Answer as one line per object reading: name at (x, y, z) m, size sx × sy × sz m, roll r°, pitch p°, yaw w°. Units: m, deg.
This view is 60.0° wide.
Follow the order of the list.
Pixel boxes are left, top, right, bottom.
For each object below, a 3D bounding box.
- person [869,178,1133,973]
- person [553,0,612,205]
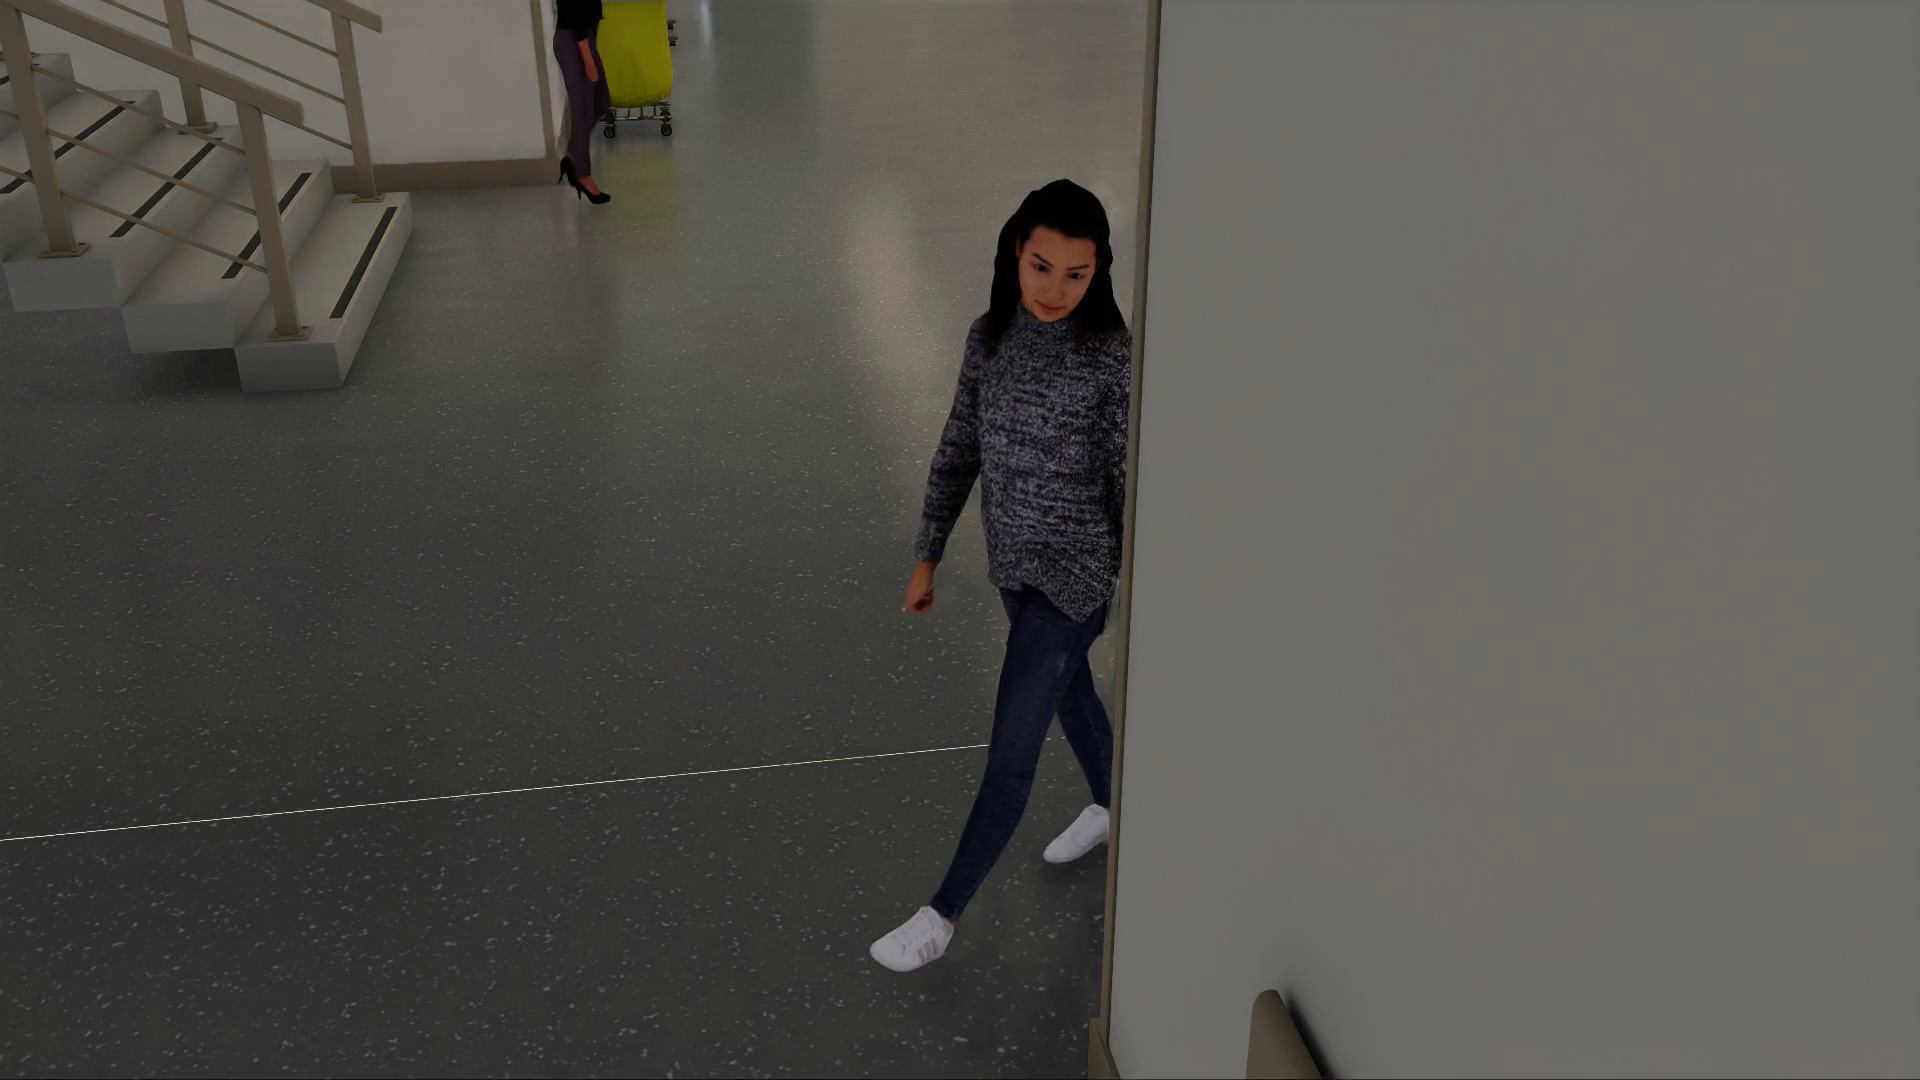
person at (0.269, 0.064, 3.620) m, size 1.242 × 1.683 × 1.096 m, roll -23°, pitch 34°, yaw -39°
person at (-2.253, -2.736, 9.450) m, size 0.560 × 1.664 × 0.618 m, roll -6°, pitch 26°, yaw -11°
